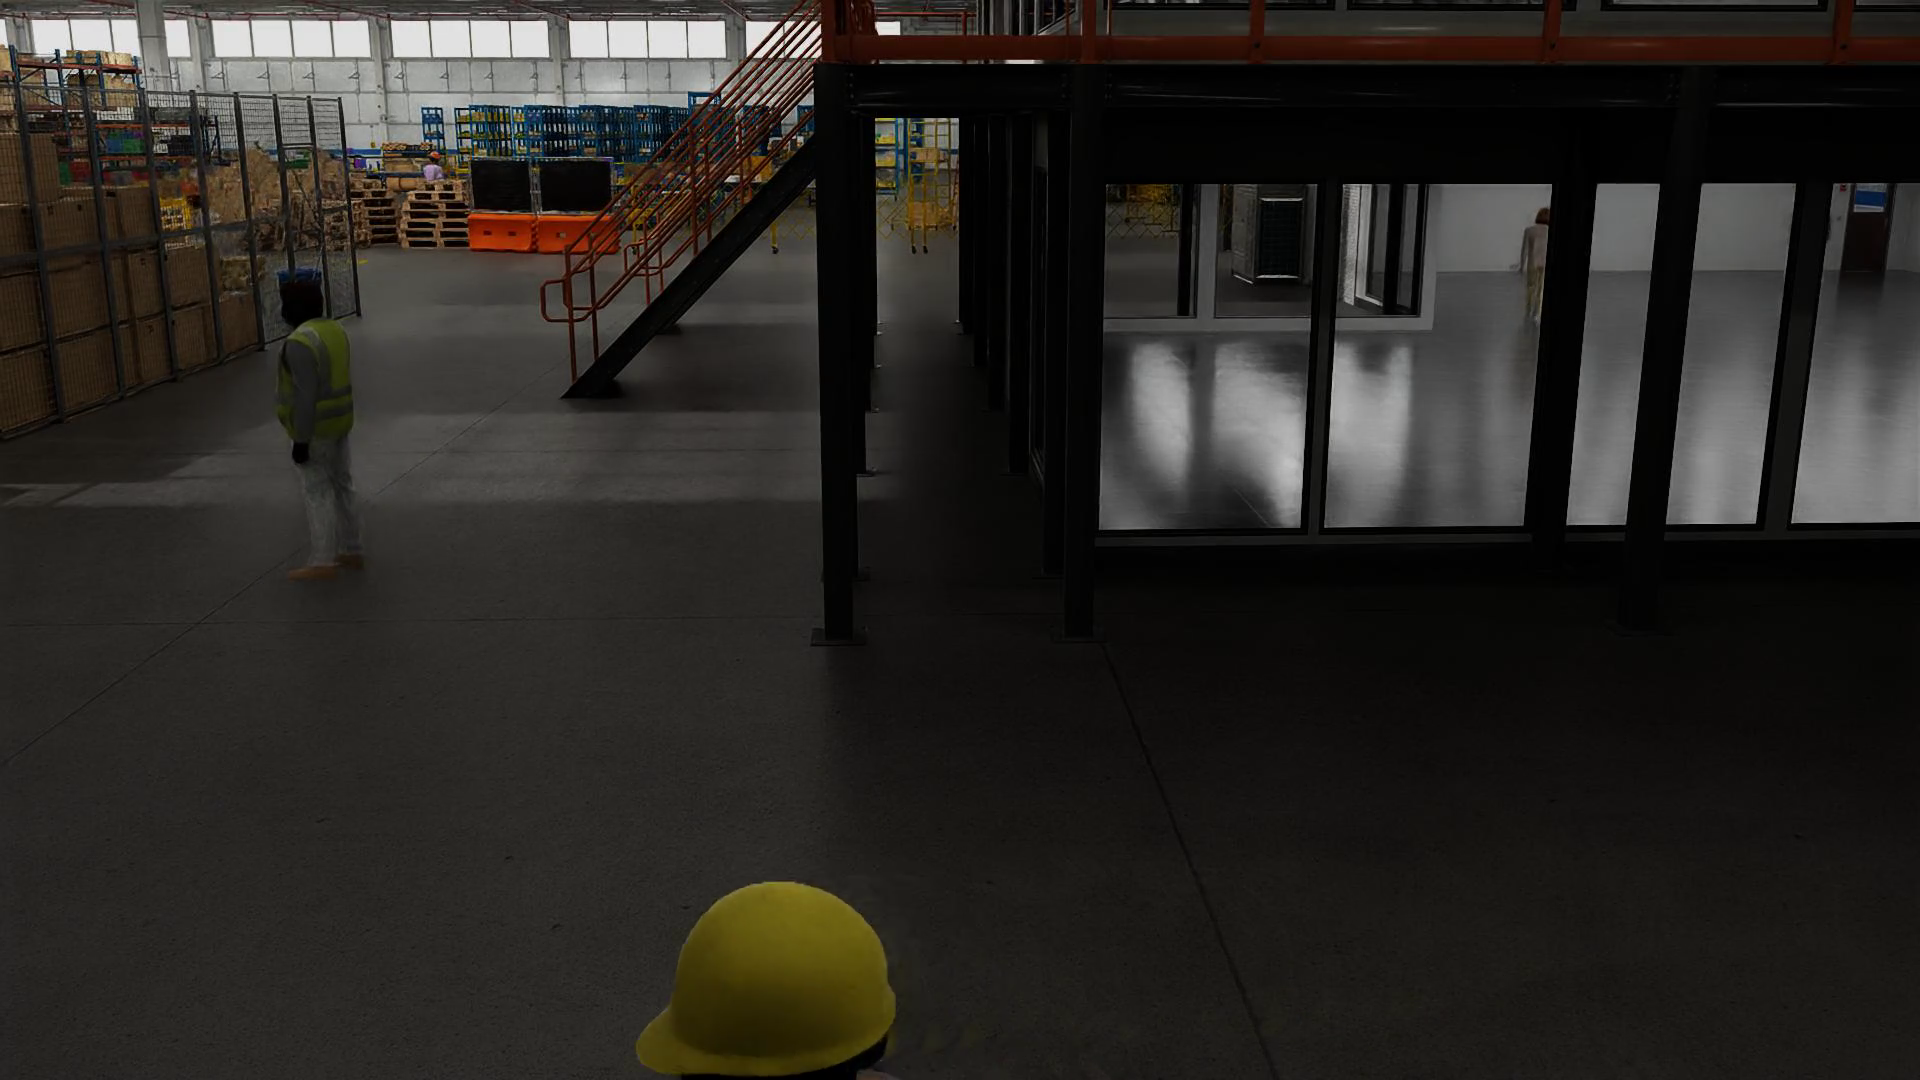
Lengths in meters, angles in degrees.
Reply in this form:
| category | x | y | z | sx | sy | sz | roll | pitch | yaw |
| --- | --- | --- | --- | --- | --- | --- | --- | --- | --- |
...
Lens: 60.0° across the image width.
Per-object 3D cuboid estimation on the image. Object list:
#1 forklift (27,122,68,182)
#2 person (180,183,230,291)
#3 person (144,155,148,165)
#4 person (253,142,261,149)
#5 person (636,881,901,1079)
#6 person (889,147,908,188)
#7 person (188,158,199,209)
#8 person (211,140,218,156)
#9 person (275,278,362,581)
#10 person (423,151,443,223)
| category | x | y | z | sx | sy | sz | roll | pitch | yaw |
| --- | --- | --- | --- | --- | --- | --- | --- | --- | --- |
| forklift | -35.376 | -14.773 | 64.377 | 1.129 | 2.768 | 1.873 | -1 | 14 | -2 |
| person | -10.793 | -4.150 | 23.890 | 0.672 | 1.921 | 0.549 | -9 | 17 | -32 |
| person | -40.135 | -18.781 | 82.364 | 0.569 | 1.916 | 0.625 | -1 | 14 | -3 |
| person | -38.886 | -21.118 | 91.878 | 0.609 | 1.824 | 0.666 | -10 | 17 | -34 |
| person | -0.244 | 1.319 | 2.053 | 0.890 | 1.888 | 0.599 | -2 | 14 | -7 |
| person | -2.755 | -16.211 | 72.213 | 1.005 | 1.854 | 0.650 | 14 | 19 | 43 |
| person | -23.431 | -10.842 | 51.034 | 0.540 | 1.705 | 0.918 | 1 | 14 | 3 |
| person | -38.334 | -19.619 | 85.636 | 0.606 | 1.948 | 0.391 | 7 | 15 | 25 |
| person | -3.919 | -0.672 | 10.130 | 0.429 | 1.839 | 0.633 | 1 | 14 | 2 |
| person | -13.842 | -9.220 | 43.923 | 0.610 | 2.031 | 0.415 | 7 | 16 | 26 |
